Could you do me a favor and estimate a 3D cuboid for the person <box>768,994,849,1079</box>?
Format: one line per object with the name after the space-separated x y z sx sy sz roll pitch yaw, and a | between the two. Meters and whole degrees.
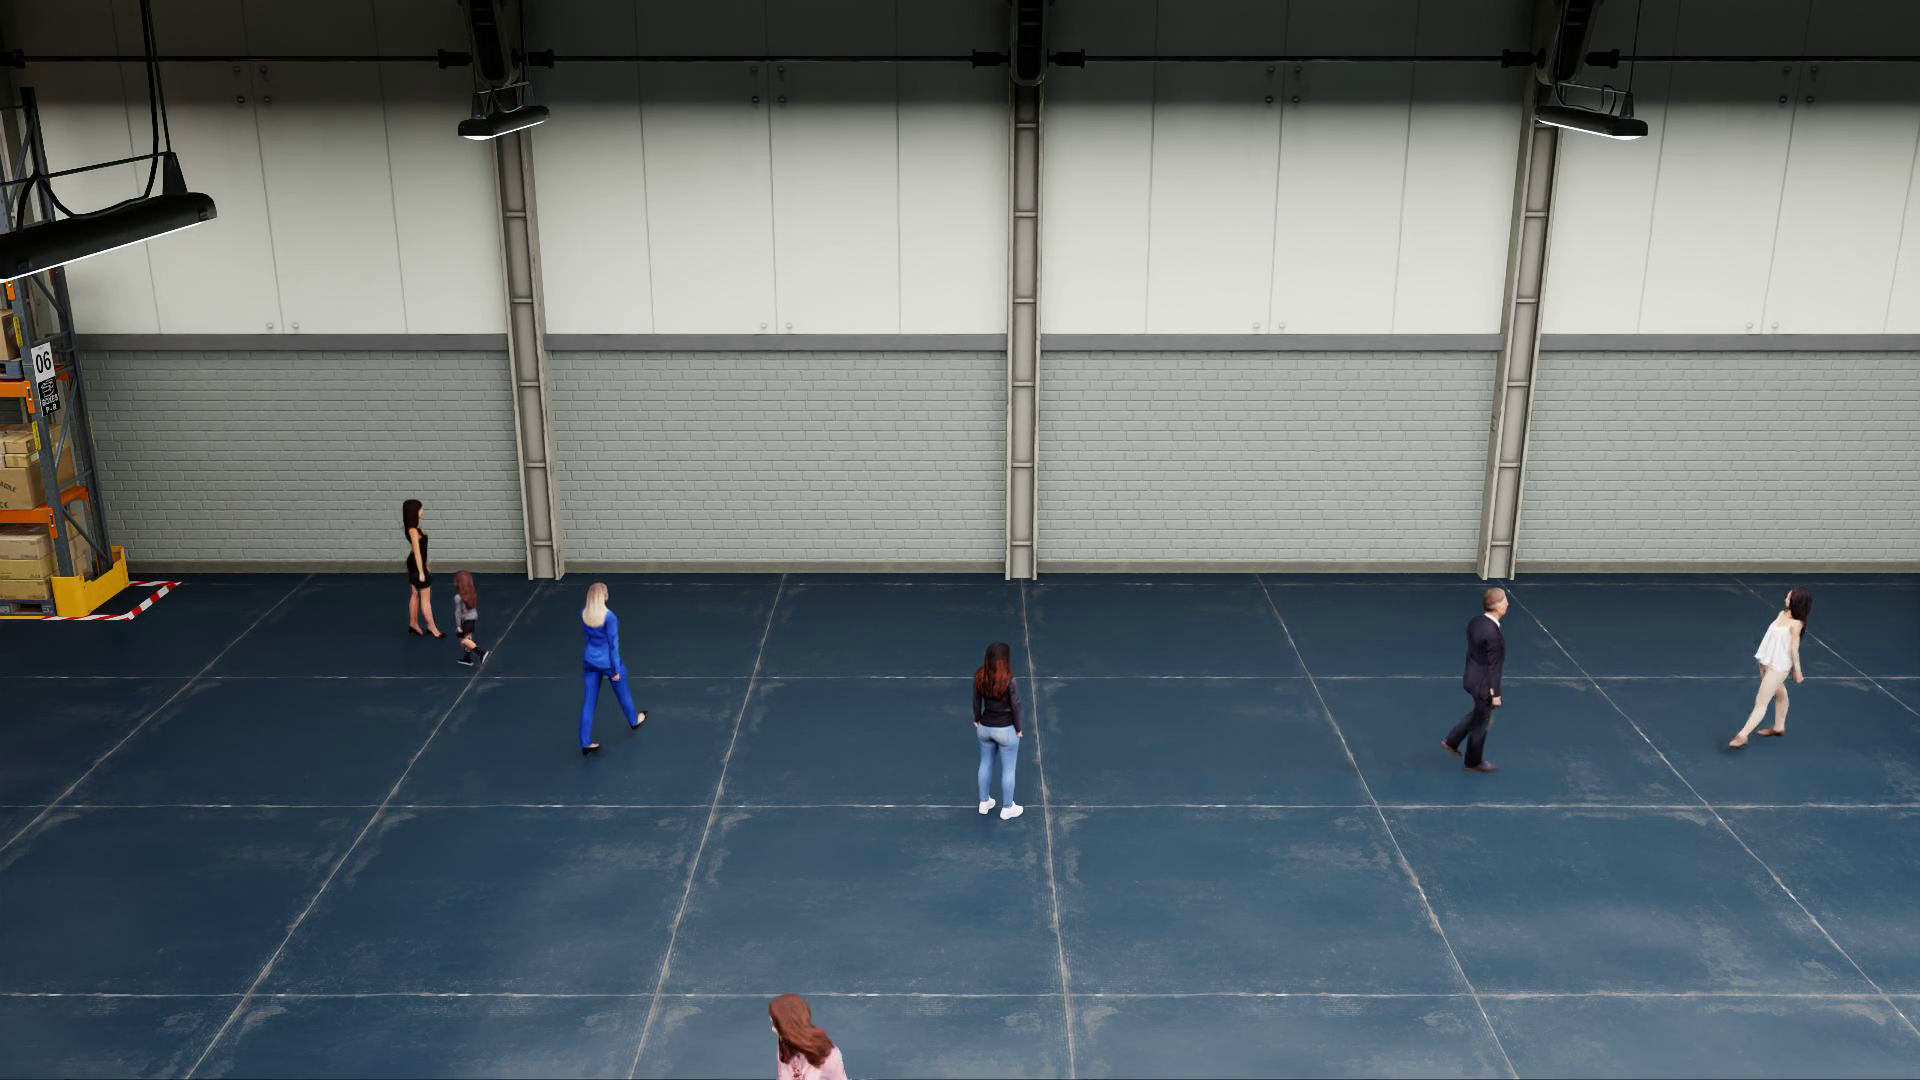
-0.720 3.338 9.297 0.685 1.779 0.846 4 19 13 | person

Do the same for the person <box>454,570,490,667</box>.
-5.306 0.859 18.010 0.720 1.097 0.590 6 19 18 | person

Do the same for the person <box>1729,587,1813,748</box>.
7.759 1.225 16.055 0.960 1.611 0.595 -2 18 -7 | person

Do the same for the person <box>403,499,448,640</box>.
-6.143 0.330 18.748 0.732 1.646 0.675 -8 20 -23 | person

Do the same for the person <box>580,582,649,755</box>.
-3.480 1.259 15.884 1.154 1.654 1.052 9 20 27 | person

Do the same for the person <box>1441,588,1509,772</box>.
4.787 1.307 15.492 0.716 1.805 0.674 0 18 0 | person

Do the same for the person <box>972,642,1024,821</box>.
0.336 1.664 14.670 0.678 1.635 0.784 11 21 30 | person
